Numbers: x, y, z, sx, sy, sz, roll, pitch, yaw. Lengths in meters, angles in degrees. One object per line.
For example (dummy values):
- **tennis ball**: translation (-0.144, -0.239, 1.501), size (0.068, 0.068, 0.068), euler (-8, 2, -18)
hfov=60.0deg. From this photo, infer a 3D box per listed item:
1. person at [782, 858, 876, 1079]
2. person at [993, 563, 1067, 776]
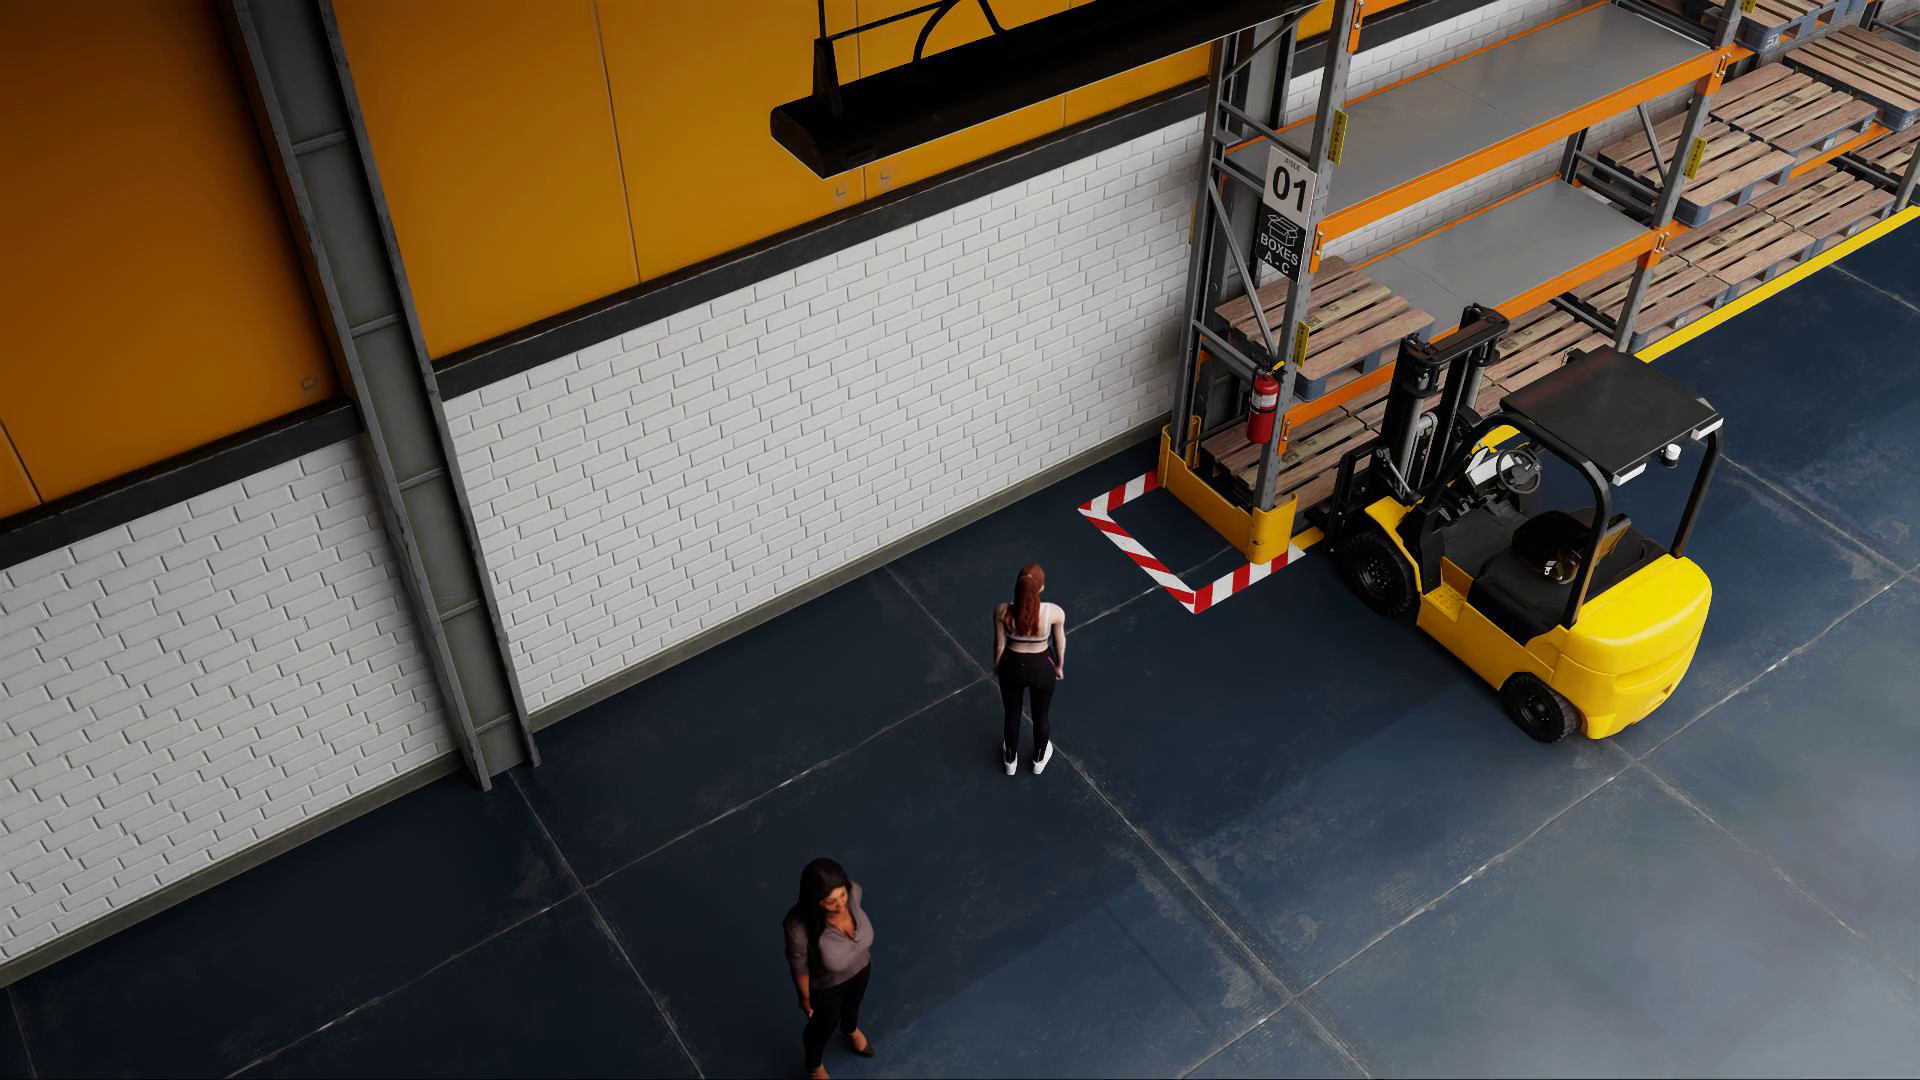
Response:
- **person**: translation (-0.666, 2.222, 8.553), size (0.762, 1.842, 0.616), euler (31, 51, 28)
- **person**: translation (0.409, 0.798, 10.120), size (0.646, 1.742, 0.726), euler (3, 44, 3)
